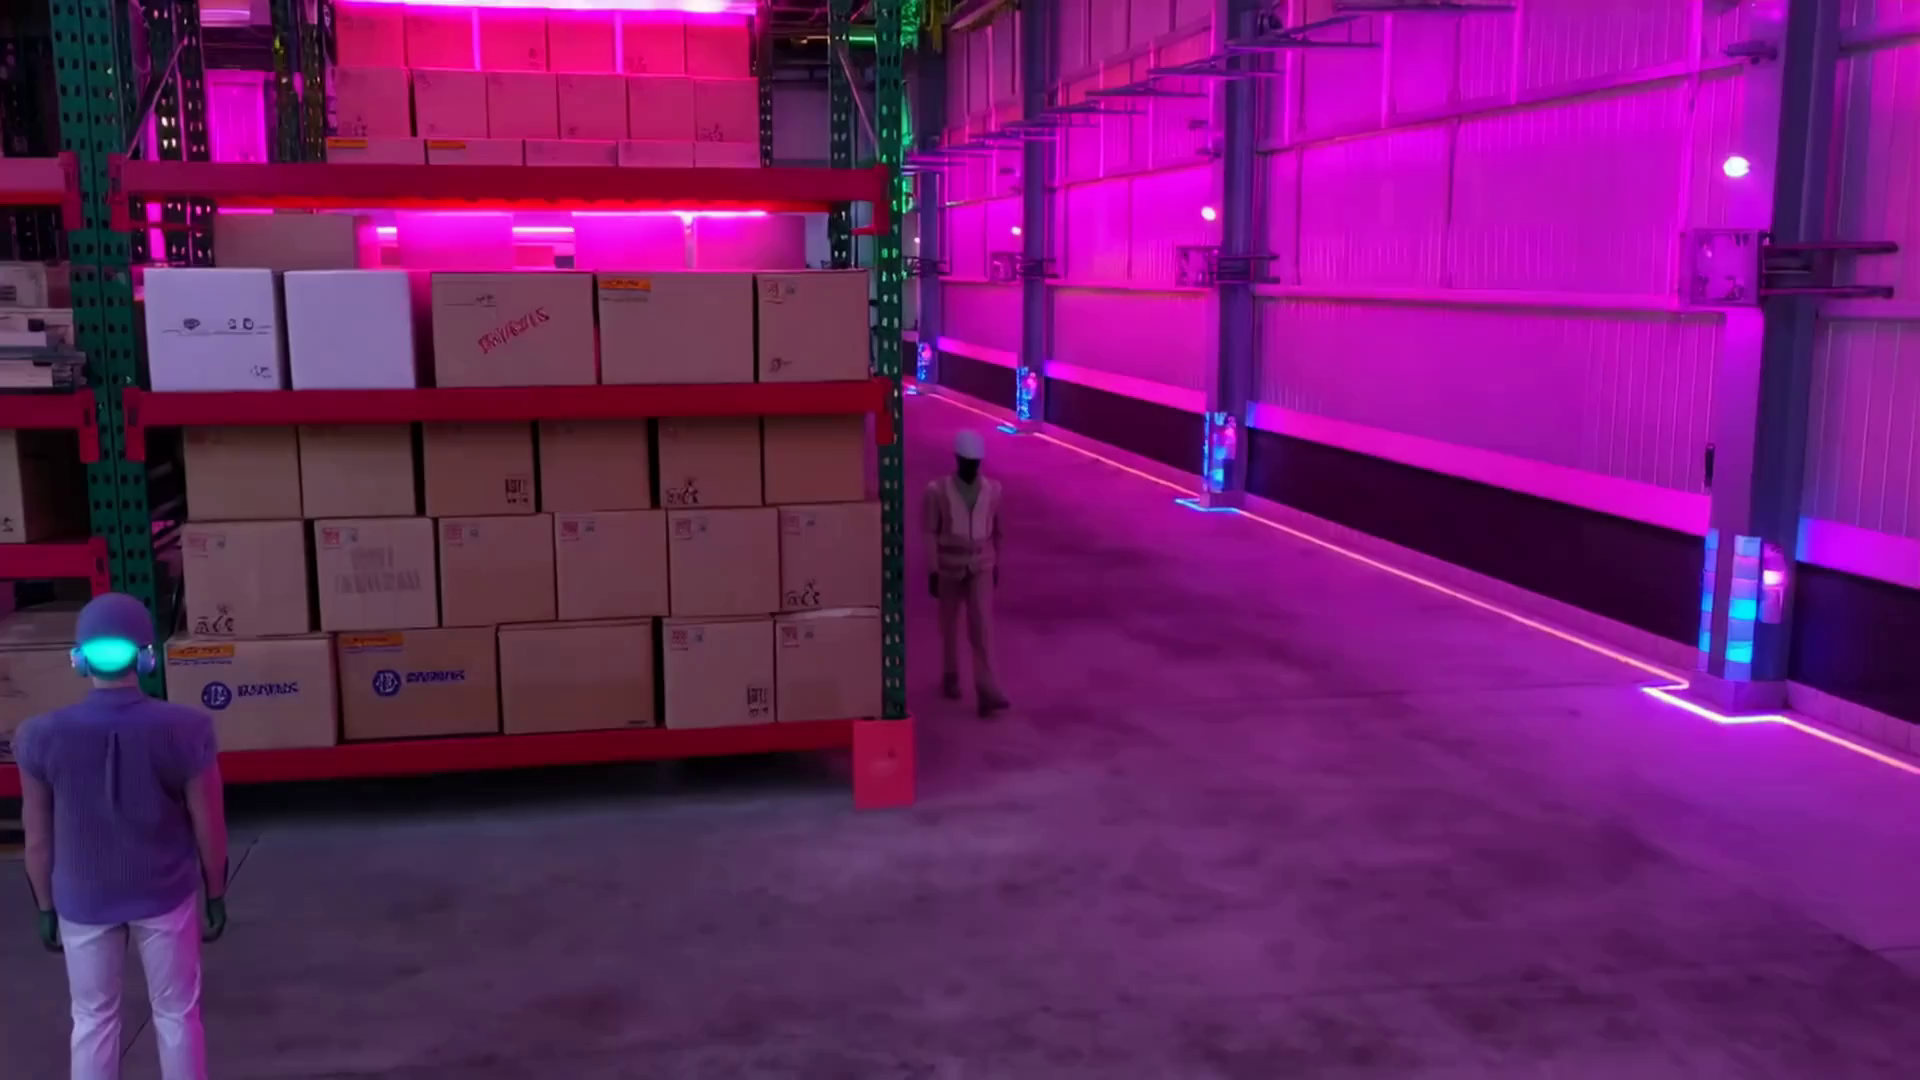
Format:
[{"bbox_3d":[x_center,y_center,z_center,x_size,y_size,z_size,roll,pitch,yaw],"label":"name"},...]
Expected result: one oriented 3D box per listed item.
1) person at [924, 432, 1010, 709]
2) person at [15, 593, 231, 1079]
[{"bbox_3d":[0.058,0.219,11.431,0.616,1.904,0.951,-3,10,-15],"label":"person"},{"bbox_3d":[-2.729,1.158,5.486,0.608,1.987,0.405,-3,10,-20],"label":"person"}]
